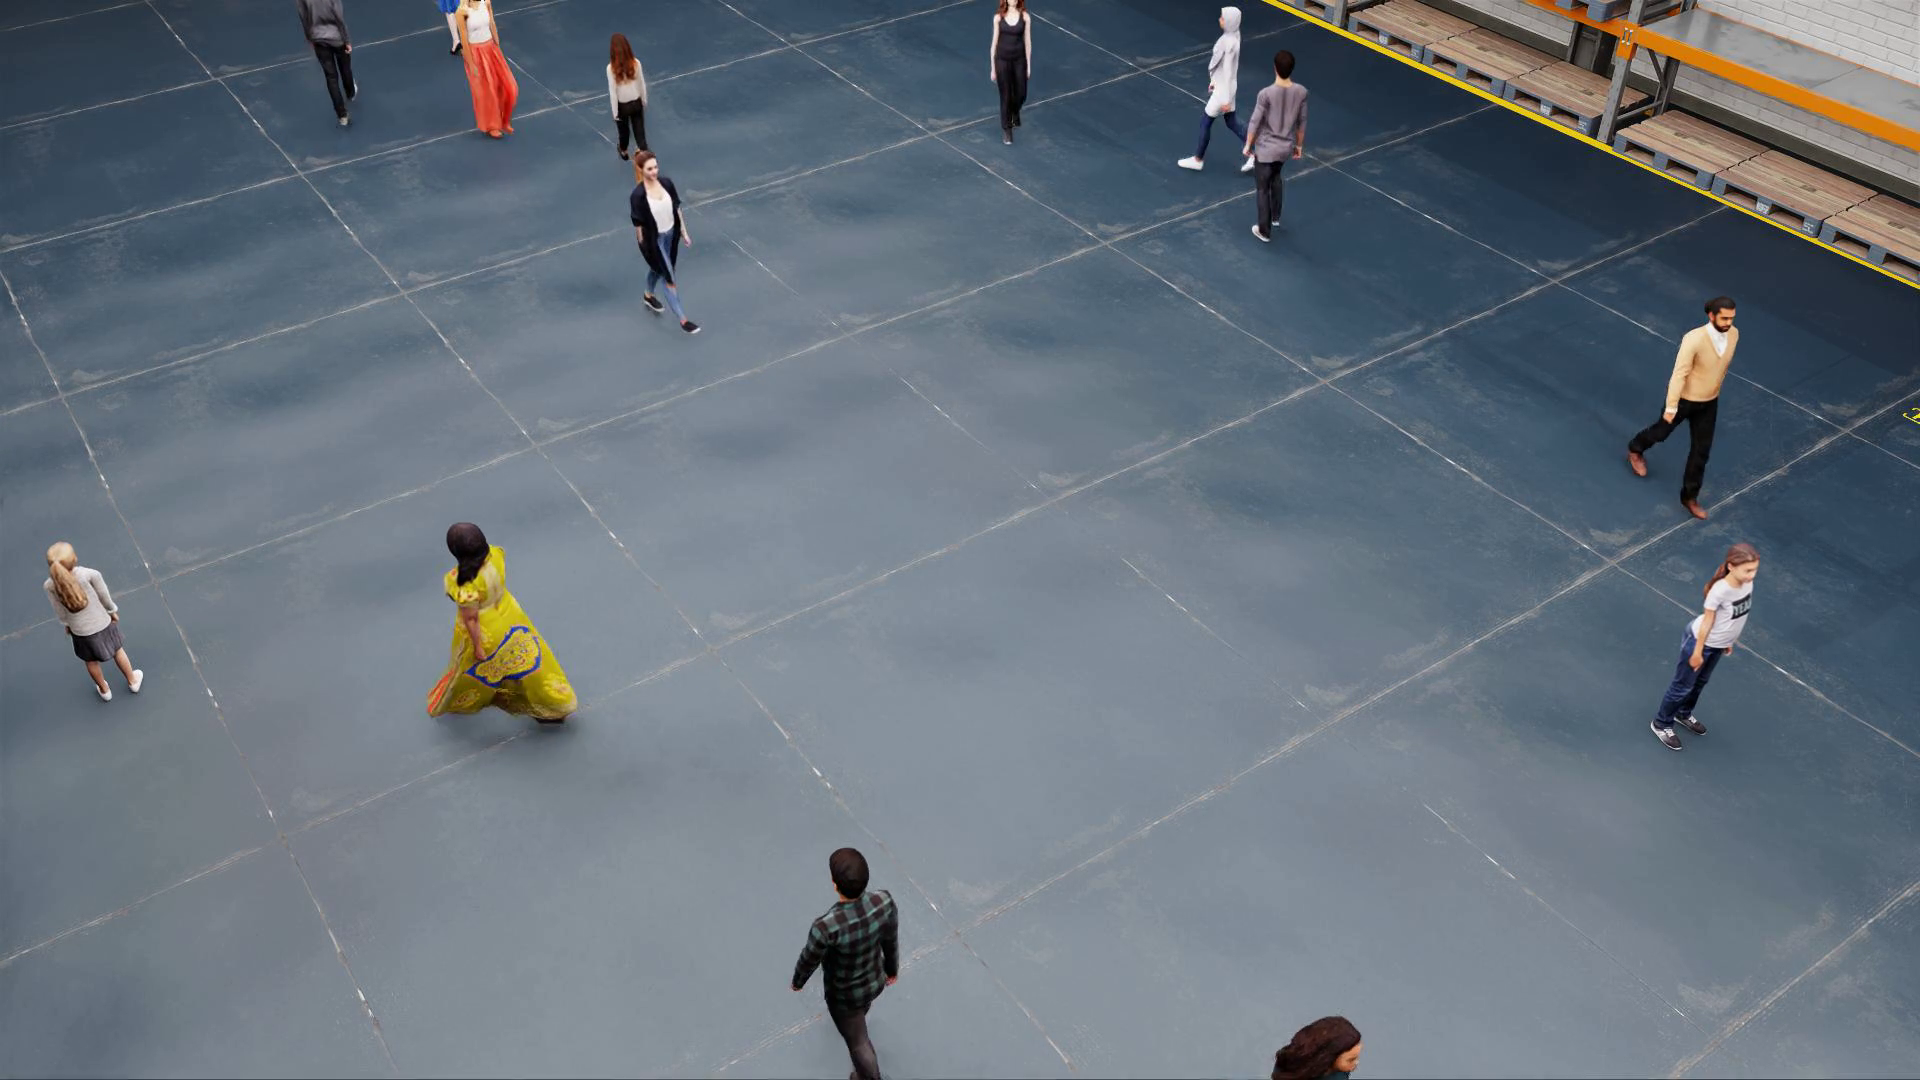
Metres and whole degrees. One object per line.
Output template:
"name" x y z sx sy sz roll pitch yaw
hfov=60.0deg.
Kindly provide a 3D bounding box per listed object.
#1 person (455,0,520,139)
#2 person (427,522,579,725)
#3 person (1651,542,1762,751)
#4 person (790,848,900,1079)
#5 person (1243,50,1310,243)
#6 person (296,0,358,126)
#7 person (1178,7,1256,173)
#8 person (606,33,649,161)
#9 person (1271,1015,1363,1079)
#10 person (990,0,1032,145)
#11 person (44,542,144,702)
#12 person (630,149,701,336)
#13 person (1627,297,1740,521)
"person" -5.110 -5.117 17.571 0.897 1.788 0.775 28 46 30
"person" -2.909 0.592 10.572 1.346 1.601 1.175 13 40 16
"person" 4.755 0.637 10.548 0.547 1.562 0.529 -21 43 -24
"person" -0.509 2.278 8.454 0.722 1.692 0.972 -27 46 -30
"person" 3.009 -3.680 15.732 0.759 1.838 0.755 -13 40 -15
"person" -6.788 -5.320 17.885 0.928 1.713 1.226 -8 39 -10
"person" 2.768 -4.529 16.870 1.184 1.744 1.056 11 40 13
"person" -3.338 -4.376 16.921 0.670 1.442 1.005 -17 41 -20
"person" 1.525 2.741 7.905 0.659 1.572 1.018 -22 44 -25
"person" 0.519 -5.078 17.564 0.776 1.736 0.865 -3 39 -3
"person" -5.718 0.523 10.920 0.536 1.276 0.557 -16 41 -19
"person" -2.692 -2.656 14.614 1.169 1.633 0.787 30 47 32
"person" 5.488 -1.096 12.591 0.944 1.721 1.263 -10 40 -12
